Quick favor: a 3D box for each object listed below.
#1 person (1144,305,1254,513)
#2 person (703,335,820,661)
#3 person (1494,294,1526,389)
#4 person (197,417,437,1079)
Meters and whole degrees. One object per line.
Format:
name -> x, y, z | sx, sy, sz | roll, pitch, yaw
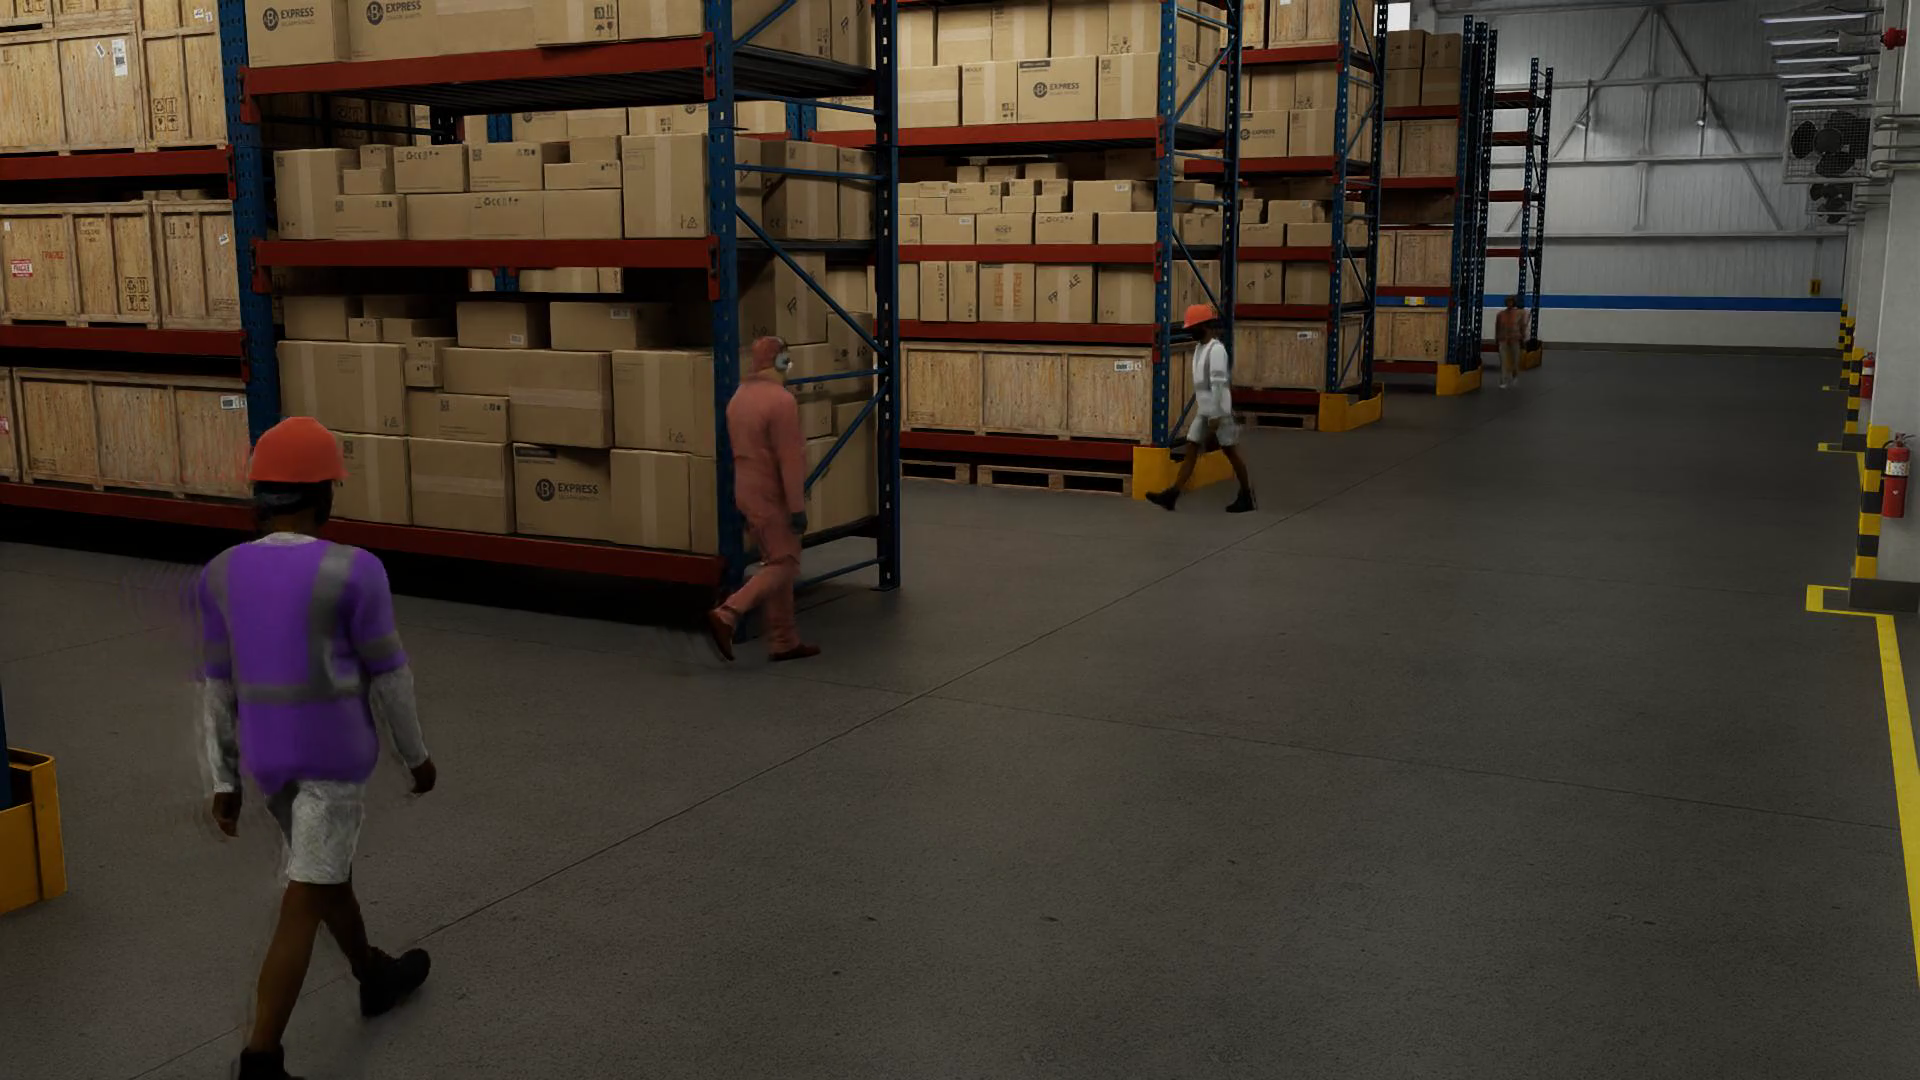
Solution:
person -> 2.200, -1.164, 14.888 | 1.036, 1.859, 0.640 | -3, 10, -15
person -> -1.140, -0.214, 9.391 | 0.686, 1.869, 0.712 | -6, 12, -32
person -> 9.481, -3.424, 28.676 | 0.527, 1.627, 0.498 | 4, 11, 24
person -> -1.830, 0.602, 4.676 | 0.547, 1.888, 1.042 | 3, 10, 16
